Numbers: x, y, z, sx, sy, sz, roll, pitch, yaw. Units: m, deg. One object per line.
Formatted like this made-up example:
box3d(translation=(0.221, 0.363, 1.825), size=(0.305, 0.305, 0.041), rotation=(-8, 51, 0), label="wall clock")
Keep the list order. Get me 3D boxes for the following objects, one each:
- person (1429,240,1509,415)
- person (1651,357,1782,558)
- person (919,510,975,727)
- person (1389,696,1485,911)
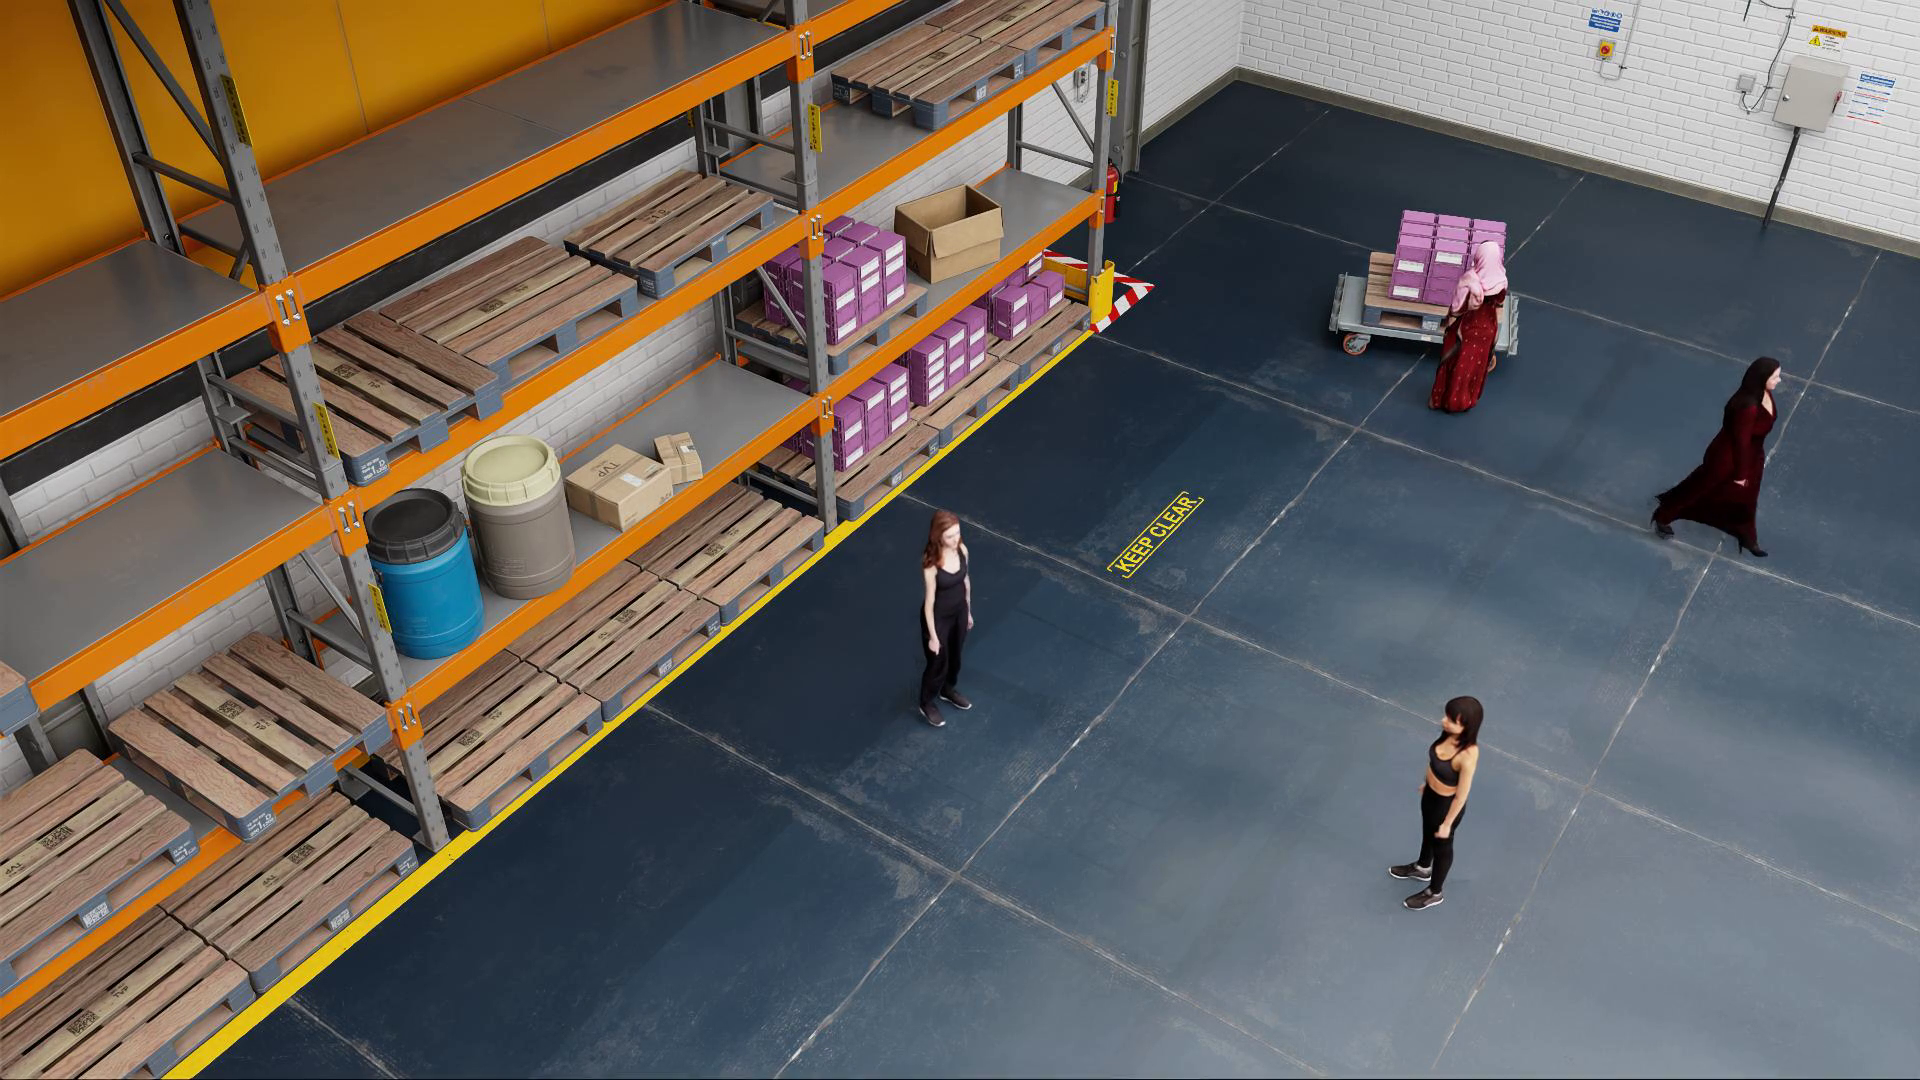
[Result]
box3d(translation=(4.319, -1.794, 14.023), size=(0.761, 1.638, 0.818), rotation=(-6, 39, -7), label="person")
box3d(translation=(5.708, -0.631, 12.513), size=(0.733, 1.705, 1.049), rotation=(25, 45, 28), label="person")
box3d(translation=(-0.120, 0.491, 11.078), size=(0.638, 1.742, 0.466), rotation=(27, 46, 30), label="person")
box3d(translation=(2.873, 1.537, 9.847), size=(0.682, 1.643, 0.611), rotation=(-4, 39, -5), label="person")
